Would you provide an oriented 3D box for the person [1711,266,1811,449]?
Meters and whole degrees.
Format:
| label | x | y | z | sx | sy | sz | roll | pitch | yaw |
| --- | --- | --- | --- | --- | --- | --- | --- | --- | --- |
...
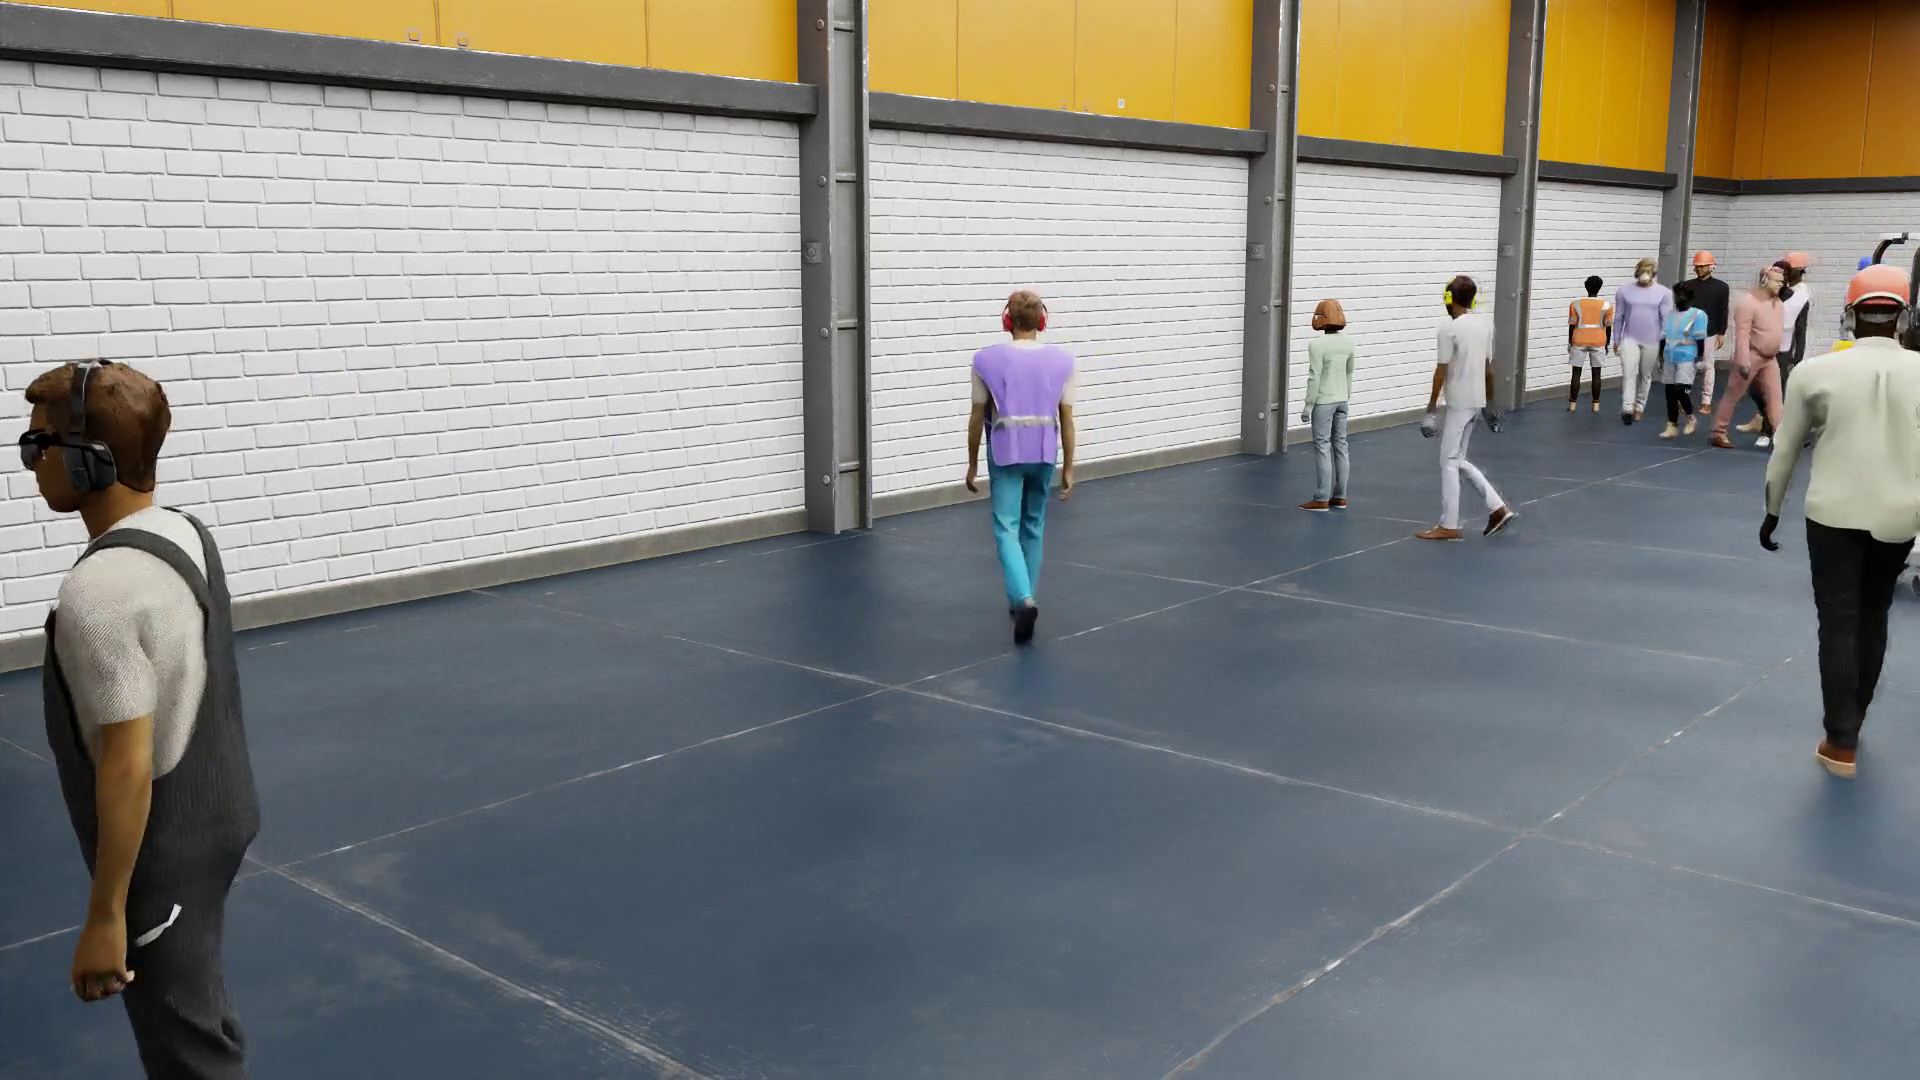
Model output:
| label | x | y | z | sx | sy | sz | roll | pitch | yaw |
| --- | --- | --- | --- | --- | --- | --- | --- | --- | --- |
| person | 7.992 | -1.794 | 16.585 | 0.677 | 1.836 | 1.042 | -5 | 11 | -26 |

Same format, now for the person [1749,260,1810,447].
| label | x | y | z | sx | sy | sz | roll | pitch | yaw |
| --- | --- | --- | --- | --- | --- | --- | --- | --- | --- |
| person | 8.414 | -1.931 | 17.181 | 0.621 | 1.904 | 0.676 | 9 | 14 | 43 |

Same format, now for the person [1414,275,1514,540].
| label | x | y | z | sx | sy | sz | roll | pitch | yaw |
| --- | --- | --- | --- | --- | --- | --- | --- | --- | --- |
| person | 3.494 | -0.896 | 11.489 | 0.529 | 1.848 | 0.501 | 8 | 13 | 39 |

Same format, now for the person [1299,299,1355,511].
| label | x | y | z | sx | sy | sz | roll | pitch | yaw |
| --- | --- | --- | --- | --- | --- | --- | --- | --- | --- |
| person | 2.843 | -1.040 | 12.879 | 0.498 | 1.634 | 0.279 | -8 | 12 | -37 |

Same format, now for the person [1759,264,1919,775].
| label | x | y | z | sx | sy | sz | roll | pitch | yaw |
| --- | --- | --- | --- | --- | --- | --- | --- | --- | --- |
| person | 3.554 | -0.106 | 6.639 | 0.634 | 1.950 | 0.887 | 2 | 10 | 13 |

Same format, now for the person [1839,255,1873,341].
| label | x | y | z | sx | sy | sz | roll | pitch | yaw |
| --- | --- | --- | --- | --- | --- | --- | --- | --- | --- |
| person | 10.836 | -2.426 | 19.906 | 0.626 | 1.934 | 0.488 | -1 | 10 | -6 |

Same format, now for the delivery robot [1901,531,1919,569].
| label | x | y | z | sx | sy | sz | roll | pitch | yaw |
| --- | --- | --- | --- | --- | --- | --- | --- | --- | --- |
| delivery robot | 5.618 | -0.028 | 9.927 | 0.477 | 0.478 | 0.707 | -5 | 11 | -24 |

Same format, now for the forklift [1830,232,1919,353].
| label | x | y | z | sx | sy | sz | roll | pitch | yaw |
| --- | --- | --- | --- | --- | --- | --- | --- | --- | --- |
| forklift | 9.955 | -1.972 | 16.595 | 2.313 | 2.155 | 1.214 | 1 | 10 | 8 |

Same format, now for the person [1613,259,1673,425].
| label | x | y | z | sx | sy | sz | roll | pitch | yaw |
| --- | --- | --- | --- | --- | --- | --- | --- | --- | --- |
| person | 7.836 | -2.271 | 19.137 | 0.640 | 1.888 | 1.018 | 5 | 11 | 24 |

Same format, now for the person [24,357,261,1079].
| label | x | y | z | sx | sy | sz | roll | pitch | yaw |
| --- | --- | --- | --- | --- | --- | --- | --- | --- | --- |
| person | -1.473 | 0.583 | 3.060 | 0.372 | 1.845 | 0.508 | -1 | 10 | -8 |

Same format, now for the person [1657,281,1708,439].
| label | x | y | z | sx | sy | sz | roll | pitch | yaw |
| --- | --- | --- | --- | --- | --- | --- | --- | --- | --- |
| person | 7.604 | -1.894 | 17.583 | 0.368 | 1.681 | 0.552 | -5 | 11 | -28 |

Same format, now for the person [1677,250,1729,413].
| label | x | y | z | sx | sy | sz | roll | pitch | yaw |
| --- | --- | --- | --- | --- | --- | --- | --- | --- | --- |
| person | 9.106 | -2.553 | 20.470 | 0.613 | 1.994 | 0.395 | 10 | 14 | 43 |

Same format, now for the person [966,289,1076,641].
| label | x | y | z | sx | sy | sz | roll | pitch | yaw |
| --- | --- | --- | --- | --- | --- | --- | --- | --- | --- |
| person | 0.345 | -0.404 | 8.745 | 0.564 | 1.818 | 0.849 | -2 | 10 | -14 |

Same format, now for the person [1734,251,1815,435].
| label | x | y | z | sx | sy | sz | roll | pitch | yaw |
| --- | --- | --- | --- | --- | --- | --- | --- | --- | --- |
| person | 9.085 | -2.129 | 18.045 | 1.017 | 2.007 | 0.620 | 3 | 10 | 16 |

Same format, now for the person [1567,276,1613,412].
| label | x | y | z | sx | sy | sz | roll | pitch | yaw |
| --- | --- | --- | --- | --- | --- | --- | --- | --- | --- |
| person | 7.785 | -2.417 | 20.571 | 0.532 | 1.690 | 0.319 | 3 | 10 | 17 |
